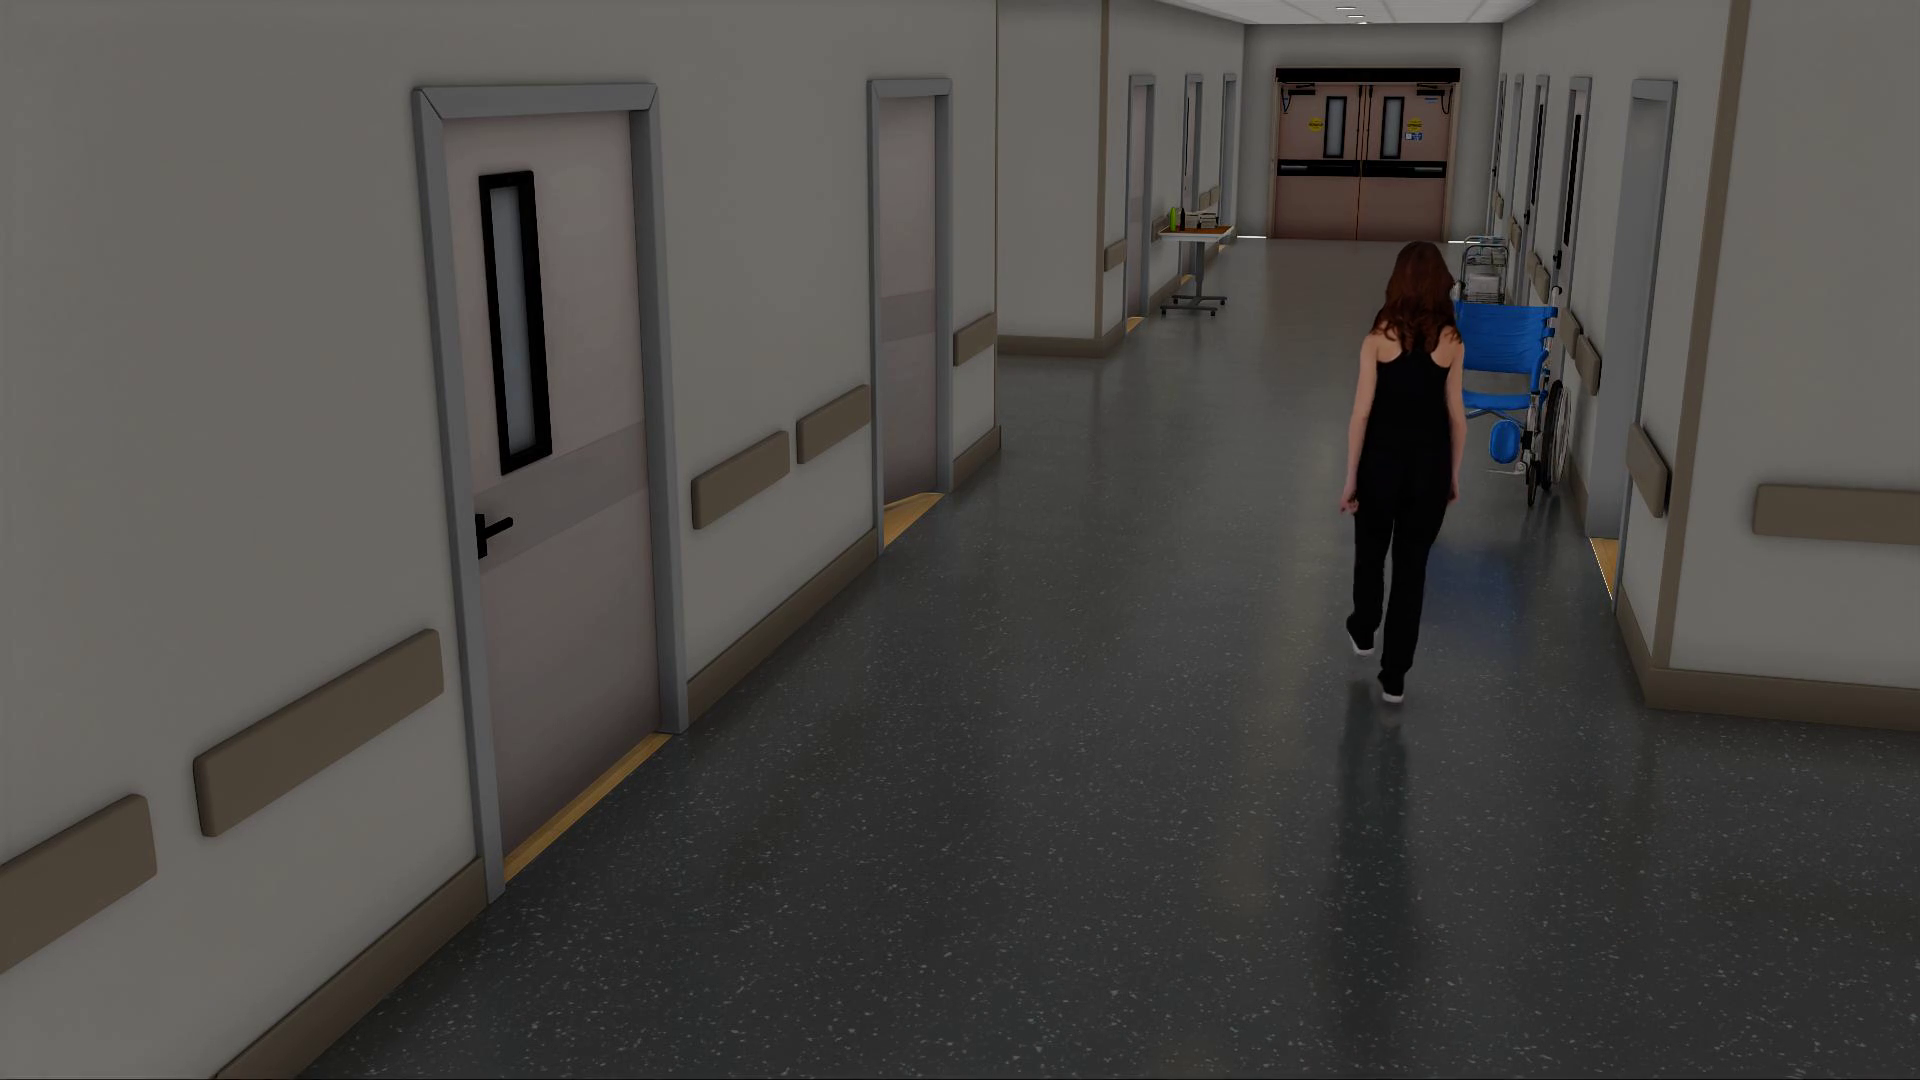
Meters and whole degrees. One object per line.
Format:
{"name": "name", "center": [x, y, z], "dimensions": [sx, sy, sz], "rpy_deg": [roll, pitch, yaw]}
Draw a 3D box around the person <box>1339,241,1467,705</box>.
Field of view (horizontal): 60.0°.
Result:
{"name": "person", "center": [1.677, -0.224, 6.261], "dimensions": [0.692, 1.717, 1.005], "rpy_deg": [2, 16, 8]}
